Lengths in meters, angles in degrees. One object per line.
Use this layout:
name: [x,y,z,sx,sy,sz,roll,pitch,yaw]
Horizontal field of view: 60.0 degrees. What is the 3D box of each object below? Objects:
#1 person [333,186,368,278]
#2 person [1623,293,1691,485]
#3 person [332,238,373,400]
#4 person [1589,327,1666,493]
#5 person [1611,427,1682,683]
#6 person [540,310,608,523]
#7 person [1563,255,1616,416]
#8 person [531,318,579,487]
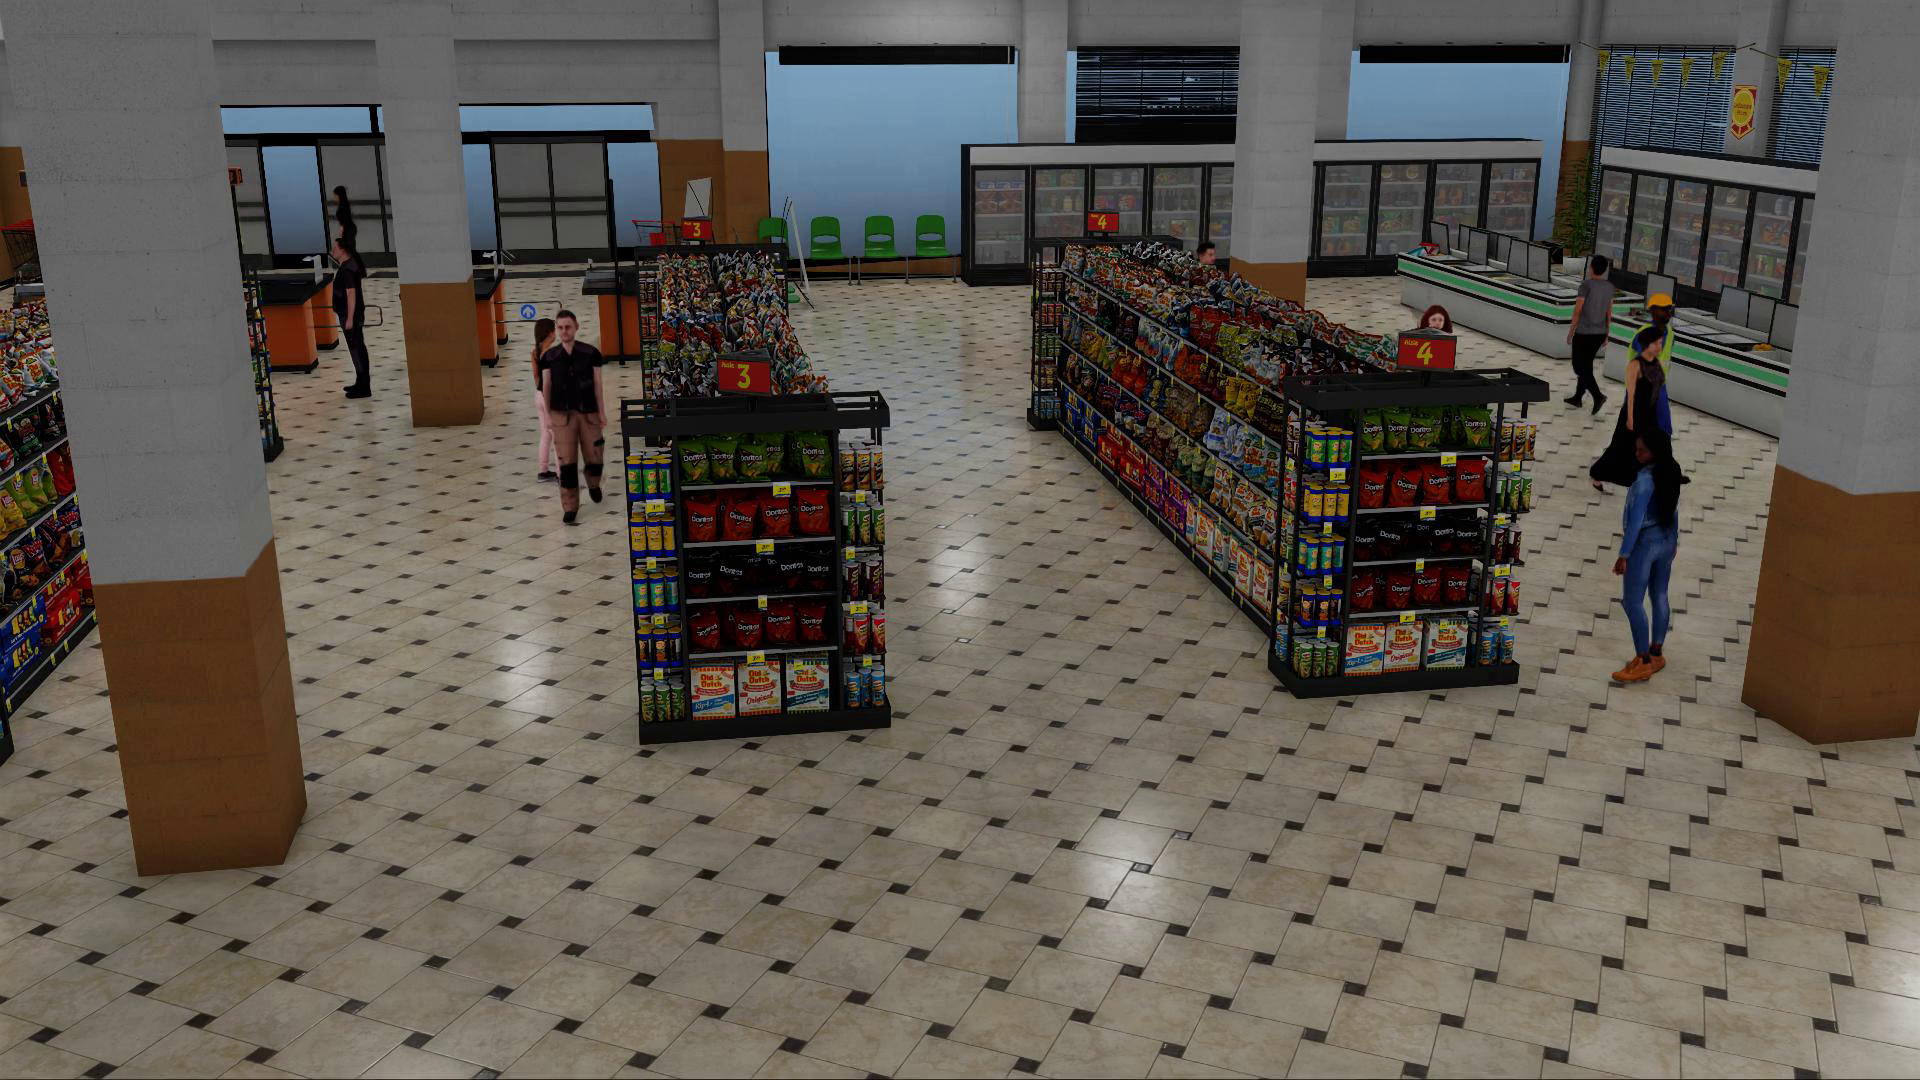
person: [-10.531,-5.323,28.783,0.802,1.596,0.786,-4,17,-12]
person: [6.358,-1.408,15.576,0.844,1.778,1.125,-7,18,-23]
person: [-7.091,-2.599,19.382,0.811,1.845,0.581,-6,18,-19]
person: [6.041,-1.119,14.988,0.823,1.567,1.097,-9,19,-28]
person: [4.561,0.074,10.848,0.818,1.689,0.763,-8,19,-25]
person: [-3.337,-1.101,14.479,0.680,1.827,0.841,-3,17,-9]
person: [7.041,-2.265,18.476,0.752,1.732,1.104,-6,18,-20]
person: [-3.844,-1.299,15.597,0.605,1.558,0.665,12,20,34]
